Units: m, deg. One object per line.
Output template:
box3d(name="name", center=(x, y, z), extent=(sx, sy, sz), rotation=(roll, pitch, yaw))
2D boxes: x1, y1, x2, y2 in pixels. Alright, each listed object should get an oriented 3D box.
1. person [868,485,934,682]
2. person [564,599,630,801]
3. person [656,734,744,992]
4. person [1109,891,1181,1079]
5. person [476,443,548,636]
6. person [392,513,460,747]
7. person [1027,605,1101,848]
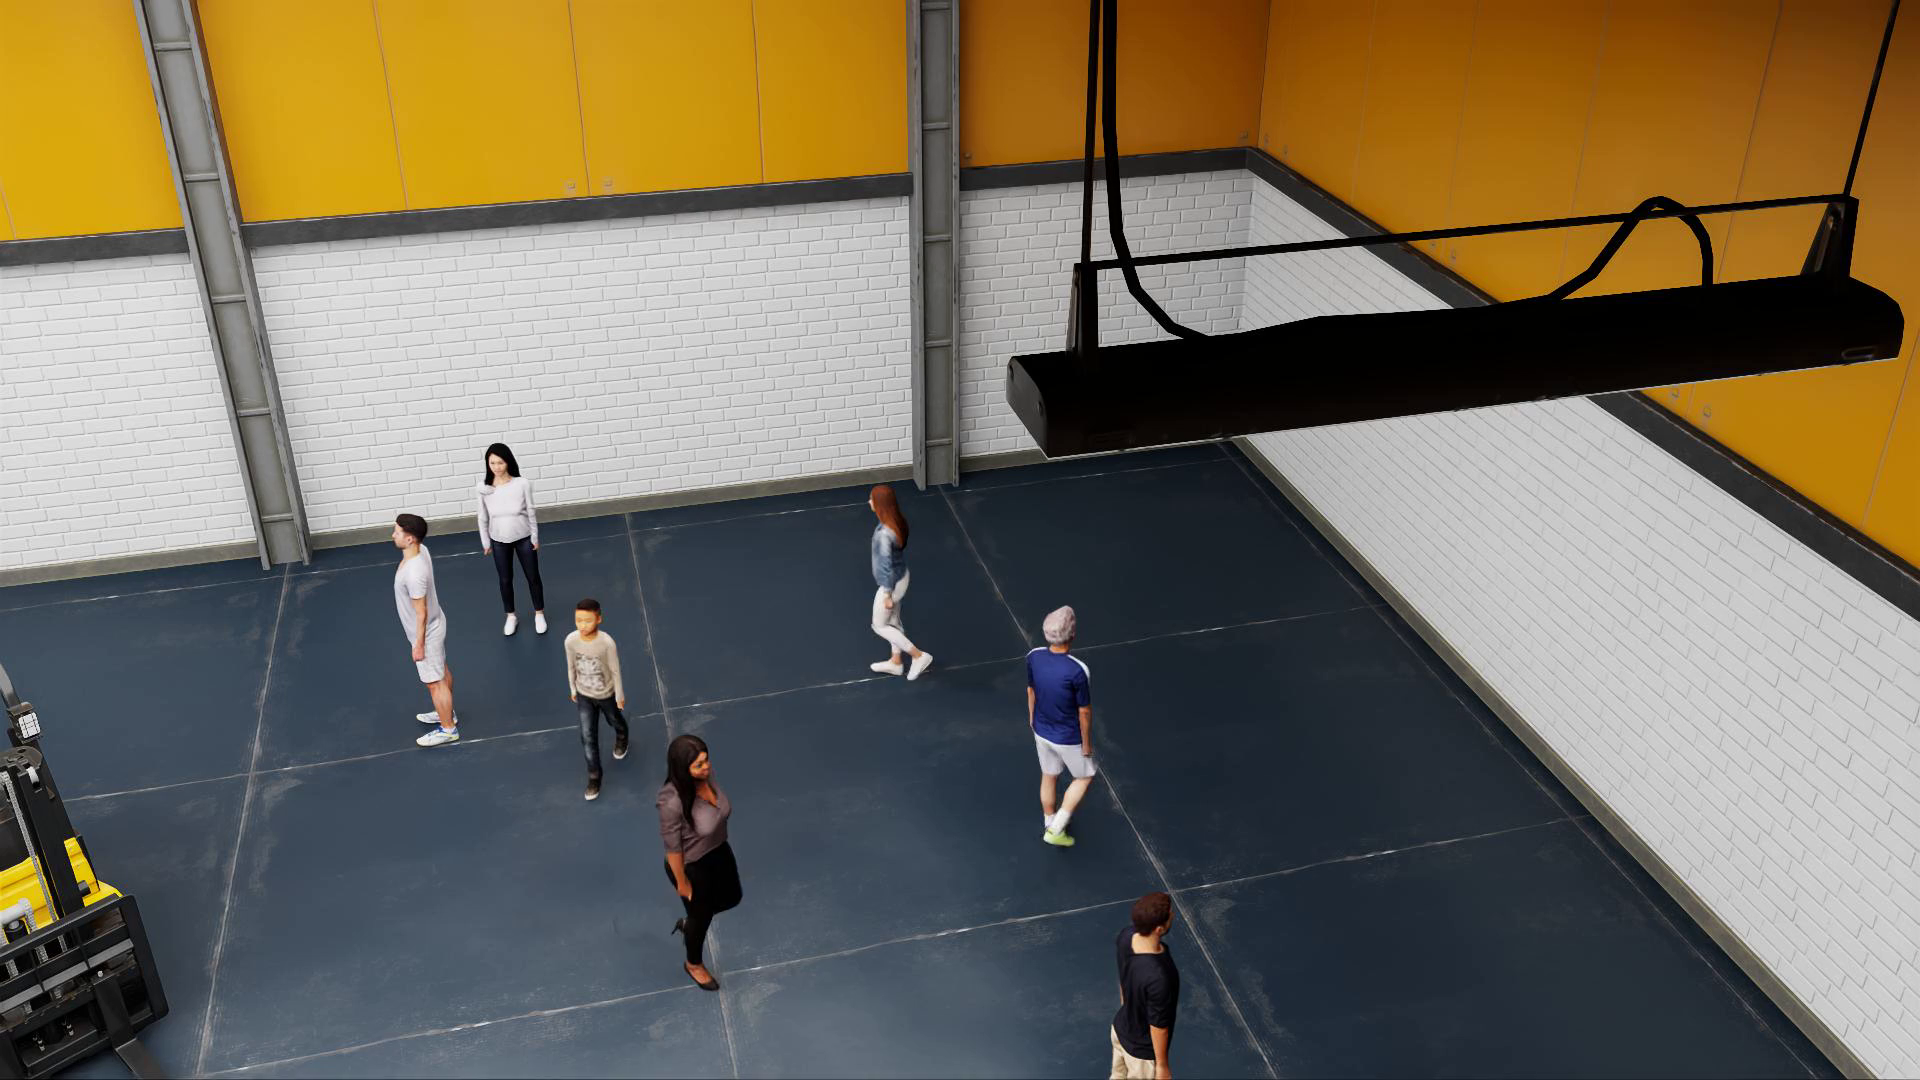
box3d(name="person", center=(-0.438, 0.349, 12.833), extent=(0.884, 1.687, 0.792), rotation=(5, 29, 10))
box3d(name="person", center=(-2.545, 1.043, 11.814), extent=(0.986, 1.445, 0.821), rotation=(1, 29, 2))
box3d(name="person", center=(-1.635, 1.891, 9.859), extent=(0.900, 1.828, 0.840), rotation=(12, 31, 21))
box3d(name="person", center=(0.925, 2.571, 8.588), extent=(0.561, 1.852, 0.646), rotation=(-9, 30, -16))
box3d(name="person", center=(-3.631, -0.021, 13.499), extent=(0.493, 1.699, 0.683), rotation=(-5, 29, -9))
box3d(name="person", center=(-3.898, 0.633, 12.136), extent=(0.545, 1.856, 0.665), rotation=(-7, 29, -13))
box3d(name="person", center=(0.626, 1.293, 10.955), extent=(0.839, 1.829, 0.897), rotation=(19, 34, 31))
